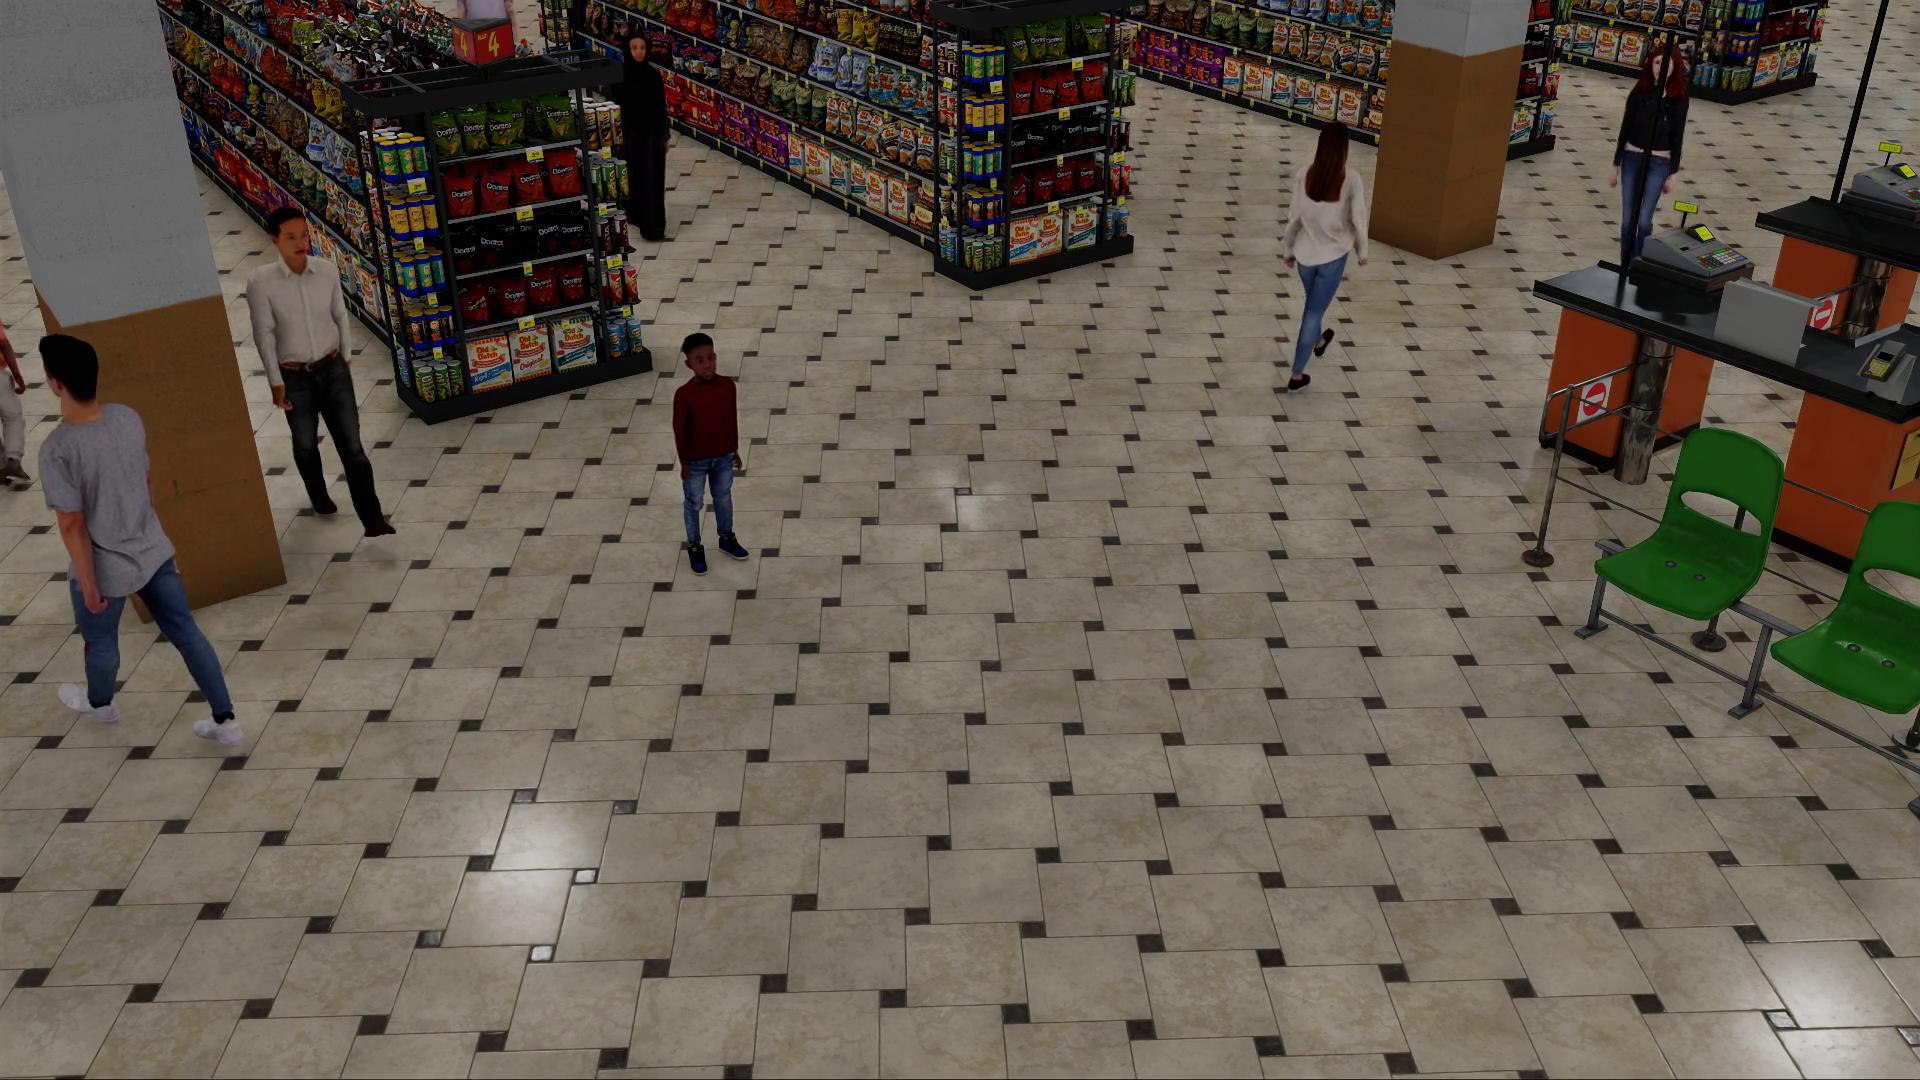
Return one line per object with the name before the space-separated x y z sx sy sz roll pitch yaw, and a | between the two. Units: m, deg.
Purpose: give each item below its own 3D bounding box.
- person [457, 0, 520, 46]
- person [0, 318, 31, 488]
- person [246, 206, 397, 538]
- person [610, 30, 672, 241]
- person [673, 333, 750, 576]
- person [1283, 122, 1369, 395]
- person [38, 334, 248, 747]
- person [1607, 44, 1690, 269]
person | -4.383 -4.648 15.549 0.756 1.821 0.808 -11 30 -19
person | -5.400 -0.868 9.172 0.604 1.298 0.685 -11 31 -19
person | -3.440 -0.872 8.697 0.693 1.762 1.134 -20 35 -32
person | -2.528 -3.202 13.125 0.751 1.606 0.893 -8 30 -15
person | -1.289 -0.459 8.467 0.499 1.256 0.480 -18 33 -30
person | 2.219 -1.709 10.343 1.069 1.651 0.906 20 35 32
person | -3.388 0.086 6.862 1.304 1.838 1.102 12 31 21
person | 4.955 -2.668 11.974 0.639 1.774 0.721 21 35 33
